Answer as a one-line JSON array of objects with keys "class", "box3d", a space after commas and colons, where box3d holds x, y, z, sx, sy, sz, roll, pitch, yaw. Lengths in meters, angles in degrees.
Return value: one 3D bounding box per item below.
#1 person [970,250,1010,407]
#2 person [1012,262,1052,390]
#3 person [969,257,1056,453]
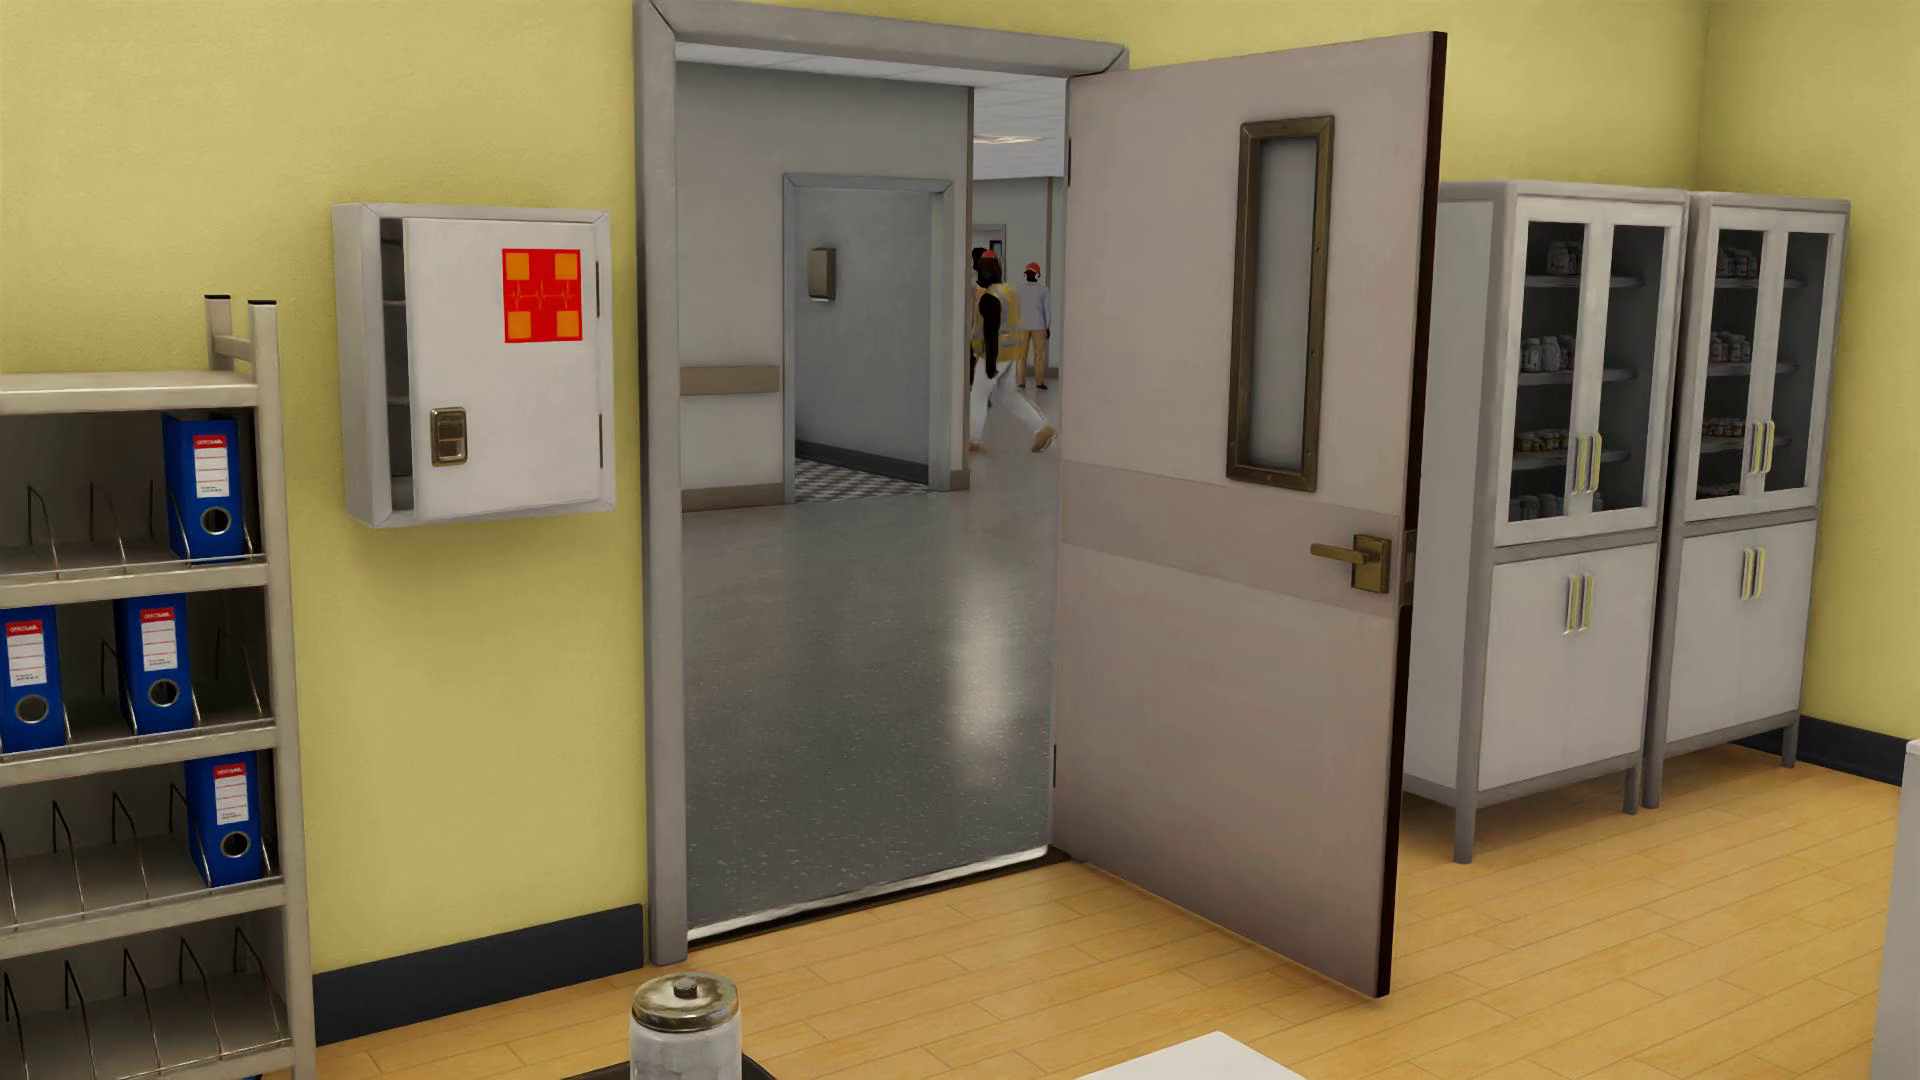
[{"class": "person", "box3d": [0.348, -2.559, 20.165, 0.568, 1.883, 1.013, 2, 10, 5]}, {"class": "person", "box3d": [0.991, -2.941, 22.904, 0.560, 1.742, 0.340, 3, 10, 15]}, {"class": "person", "box3d": [0.409, -1.676, 15.168, 0.873, 1.802, 0.661, 4, 10, 18]}]
